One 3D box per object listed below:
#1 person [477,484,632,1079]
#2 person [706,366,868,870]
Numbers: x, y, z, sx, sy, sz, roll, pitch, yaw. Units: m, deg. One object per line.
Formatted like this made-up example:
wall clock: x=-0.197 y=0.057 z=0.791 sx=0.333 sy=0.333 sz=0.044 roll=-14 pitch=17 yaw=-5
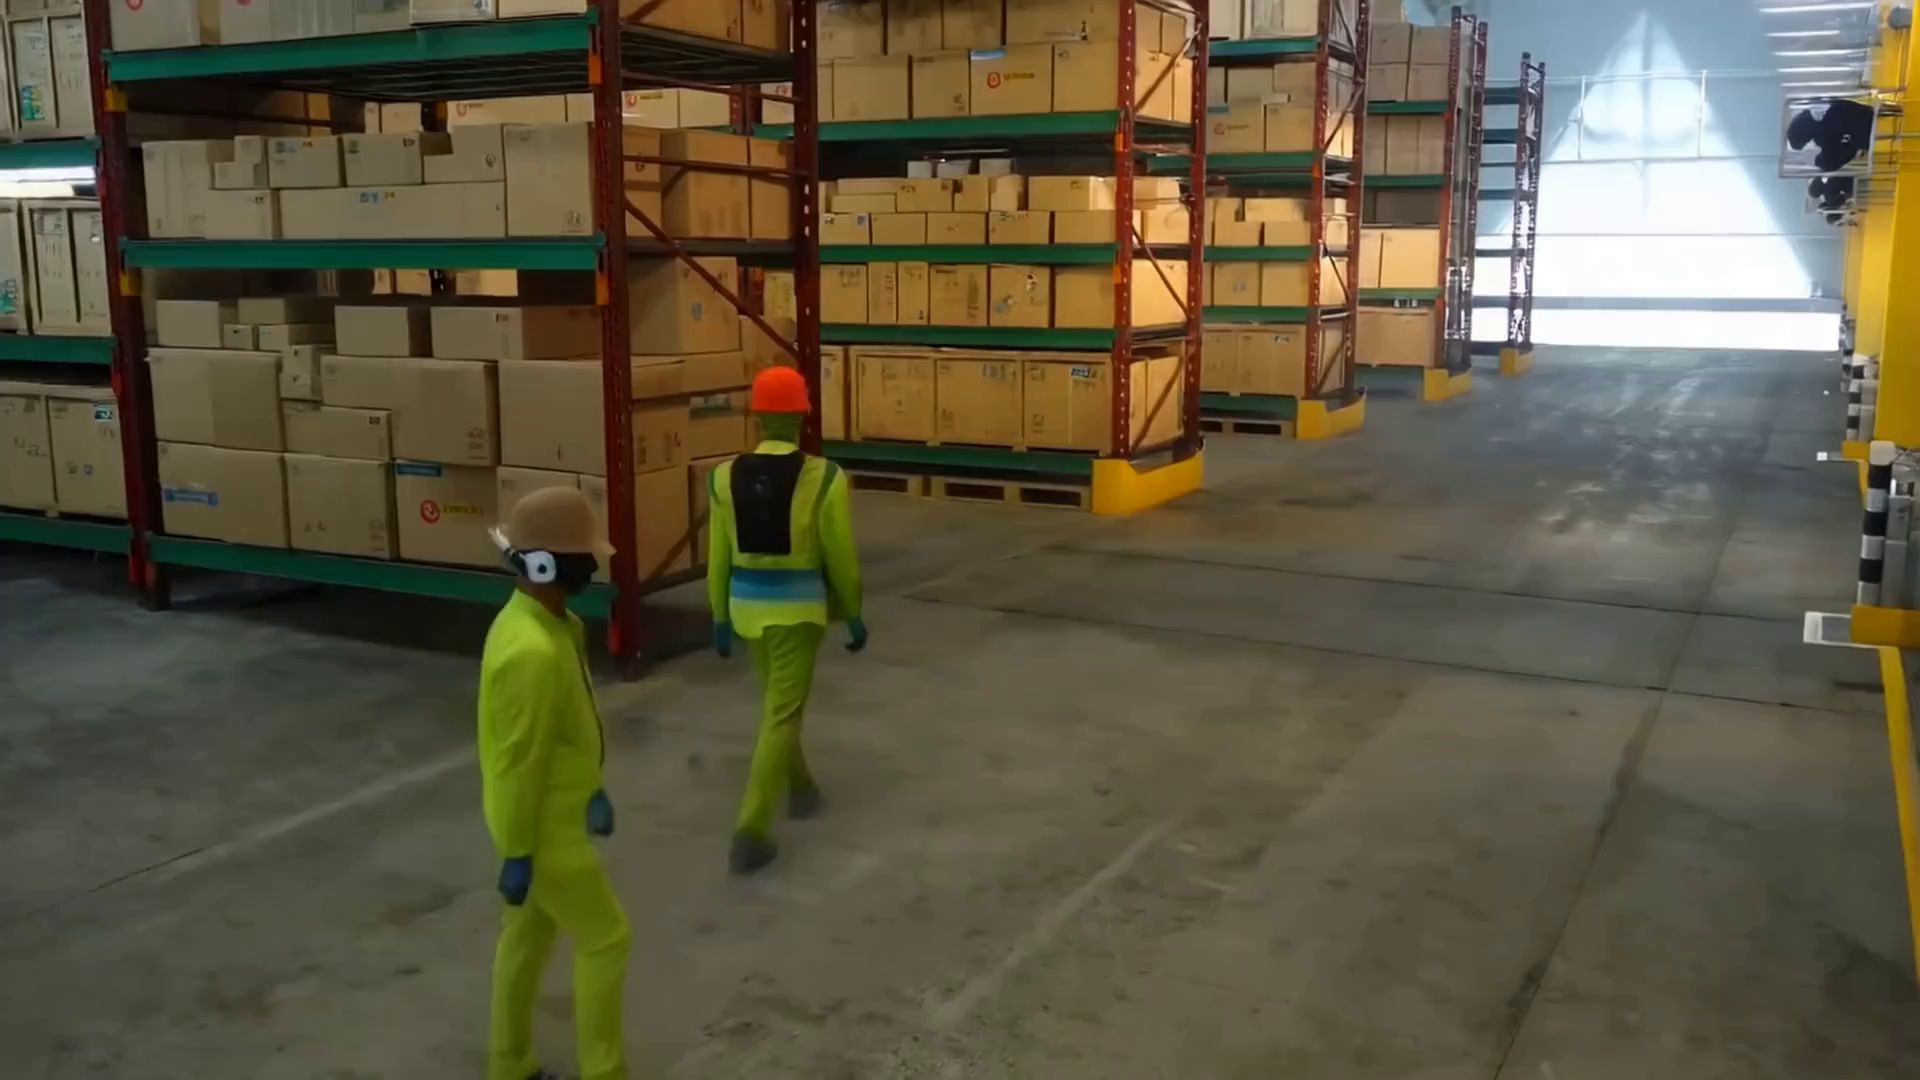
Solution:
person: x=-1.017 y=0.710 z=4.439 sx=0.659 sy=1.726 sz=0.588 roll=-1 pitch=10 yaw=-7
person: x=-0.705 y=0.281 z=6.469 sx=0.596 sy=1.908 sz=1.004 roll=5 pitch=11 yaw=25
